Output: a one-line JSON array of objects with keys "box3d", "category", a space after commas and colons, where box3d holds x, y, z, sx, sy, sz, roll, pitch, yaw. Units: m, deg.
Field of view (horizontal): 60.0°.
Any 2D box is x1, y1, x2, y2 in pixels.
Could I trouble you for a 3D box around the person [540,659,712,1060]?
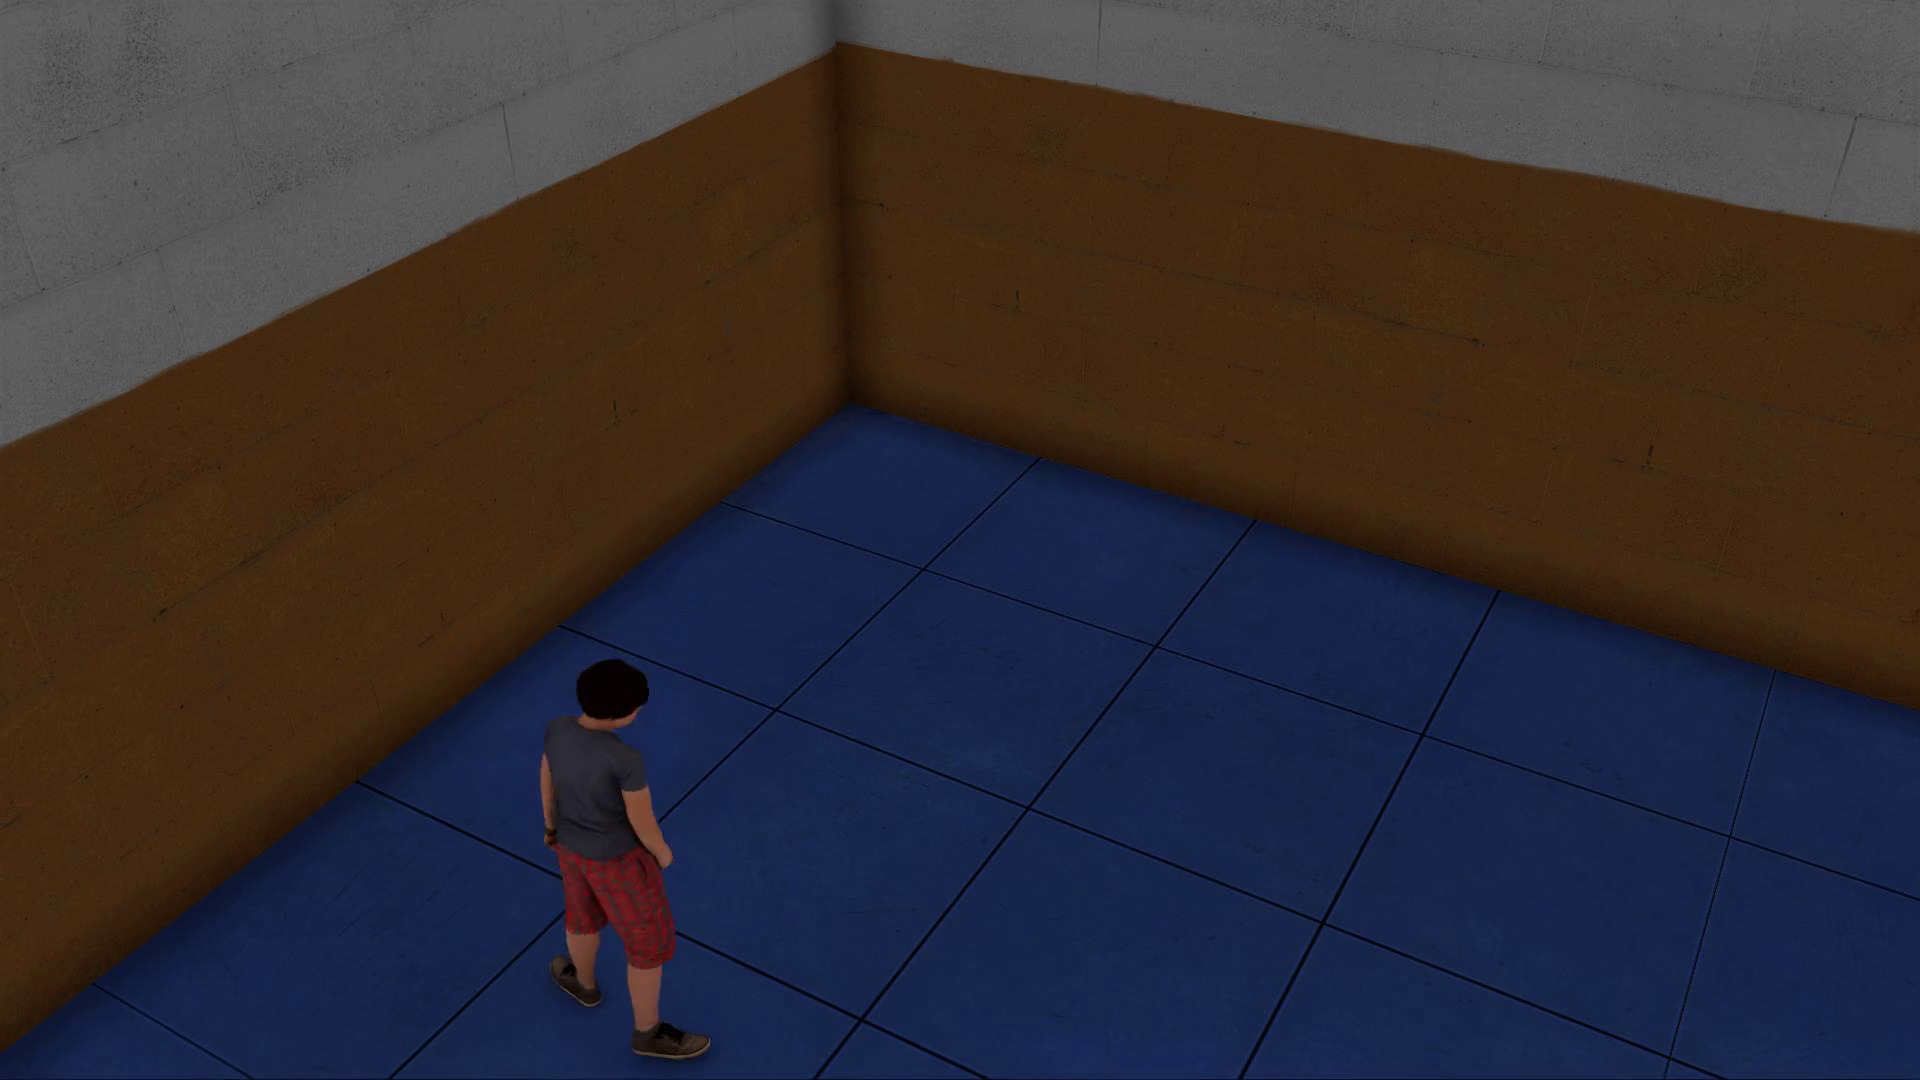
[{"box3d": [-1.305, 1.099, 5.825, 0.944, 1.624, 0.591, 12, 35, 17], "category": "person"}]
